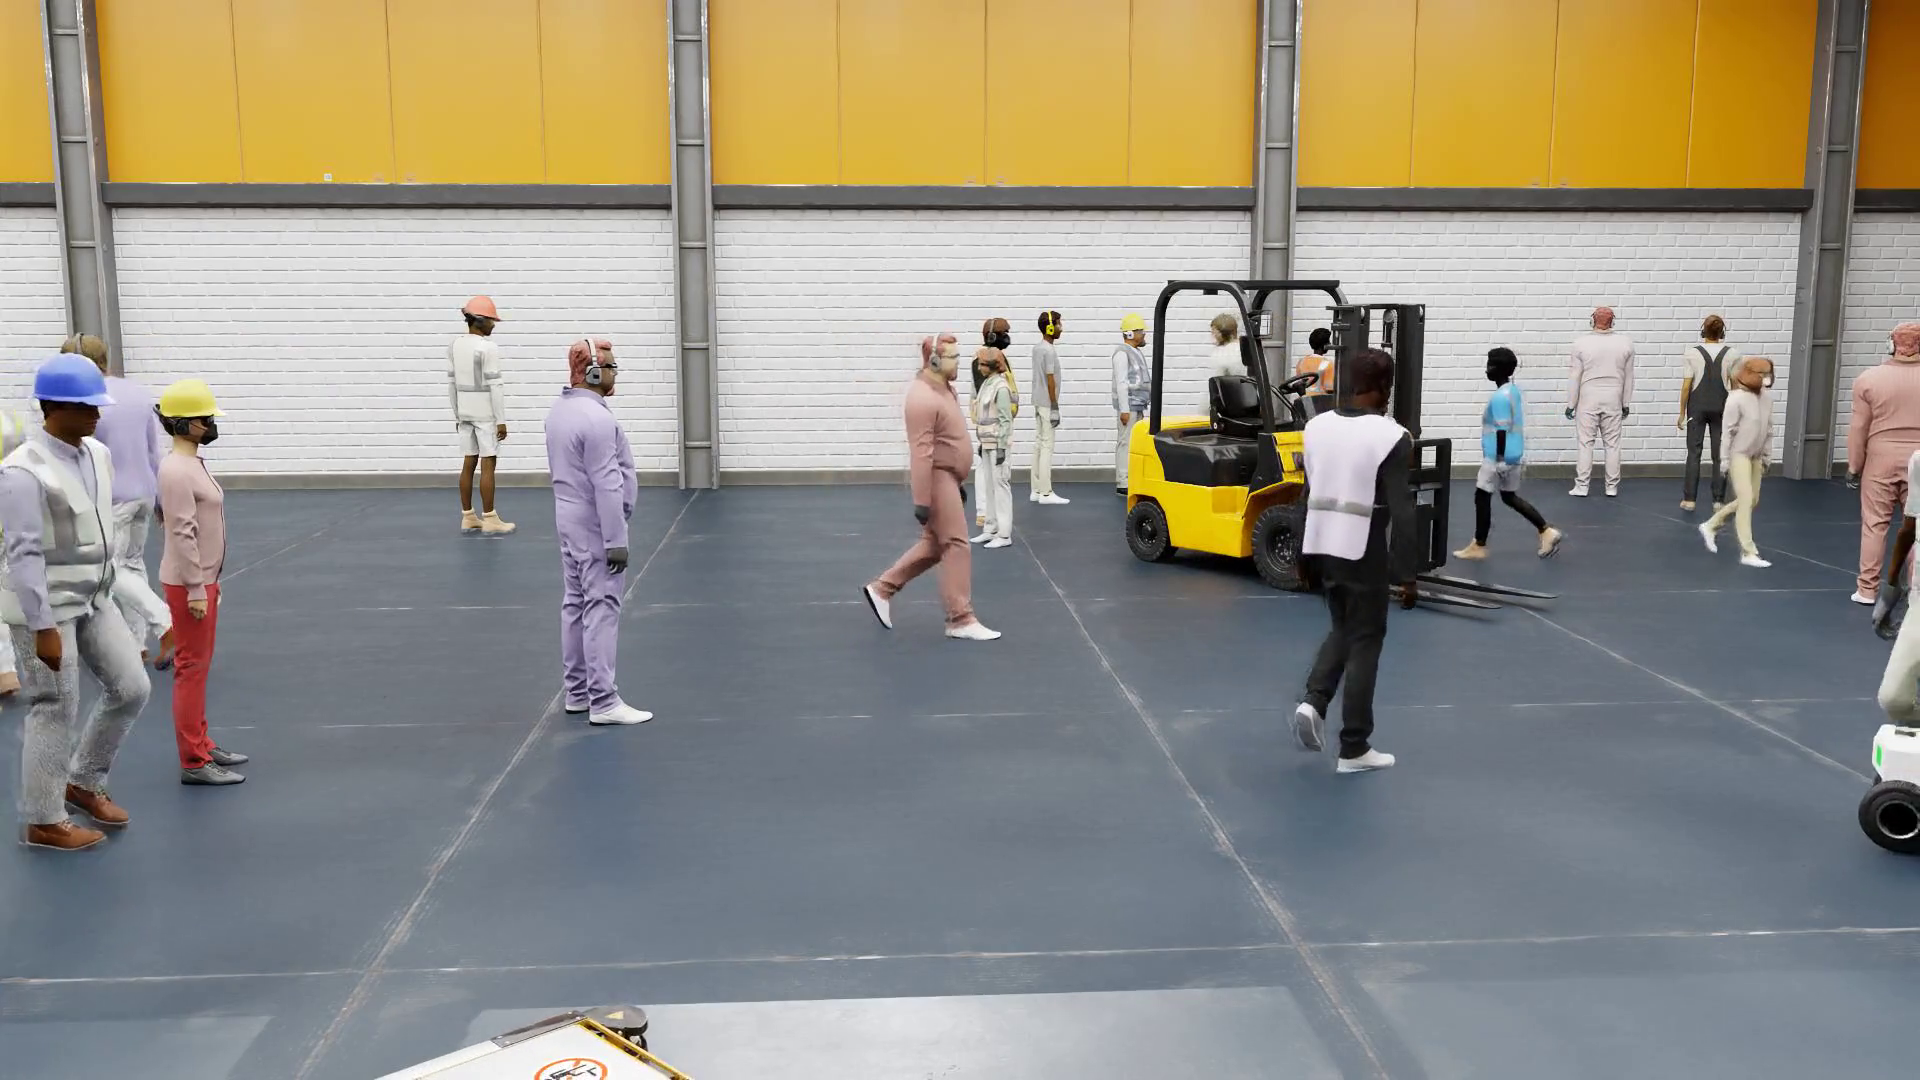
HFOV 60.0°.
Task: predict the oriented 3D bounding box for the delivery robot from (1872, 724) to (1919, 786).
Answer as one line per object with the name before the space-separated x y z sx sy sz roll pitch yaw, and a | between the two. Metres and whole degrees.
delivery robot | 3.912 0.882 6.378 0.707 0.478 0.477 6 11 35

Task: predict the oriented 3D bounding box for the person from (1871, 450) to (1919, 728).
person | 3.826 0.276 6.454 0.465 1.838 0.605 -6 11 -31

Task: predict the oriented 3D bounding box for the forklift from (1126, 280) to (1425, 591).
forklift | 2.301 -0.860 12.475 1.214 2.155 2.313 -6 11 -35

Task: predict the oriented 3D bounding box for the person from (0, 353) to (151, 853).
person | -3.391 0.251 6.358 0.504 1.921 0.683 1 9 3

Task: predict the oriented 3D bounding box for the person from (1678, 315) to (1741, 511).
person | 7.032 -1.189 15.633 0.514 1.844 0.328 2 9 15

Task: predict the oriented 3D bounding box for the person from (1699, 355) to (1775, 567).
person | 6.022 -0.625 12.824 0.521 1.608 0.701 -5 10 -28

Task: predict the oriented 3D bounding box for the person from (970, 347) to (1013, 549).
person | 0.276 -0.752 13.540 0.313 1.639 0.513 -3 9 -17

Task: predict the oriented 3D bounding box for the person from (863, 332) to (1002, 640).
person | -0.183 -0.330 10.152 0.822 1.878 0.650 1 9 5

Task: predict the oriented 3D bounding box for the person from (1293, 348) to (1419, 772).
person | 1.754 0.091 7.455 0.471 1.887 0.701 -6 11 -34

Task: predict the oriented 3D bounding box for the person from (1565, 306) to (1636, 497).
person | 6.360 -1.370 16.579 0.639 1.910 0.407 1 9 4

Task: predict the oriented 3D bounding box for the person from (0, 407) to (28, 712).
person | -5.057 -0.025 8.416 0.529 1.818 0.621 5 10 30

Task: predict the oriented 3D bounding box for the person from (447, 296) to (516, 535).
person | -4.095 -1.064 14.260 0.615 2.032 0.395 6 11 34

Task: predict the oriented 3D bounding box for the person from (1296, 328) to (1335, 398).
person | 3.599 -1.300 16.822 0.320 1.689 0.529 -6 11 -32

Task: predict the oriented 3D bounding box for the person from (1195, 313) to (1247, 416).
person | 2.195 -0.988 14.258 0.954 1.888 0.619 5 11 31

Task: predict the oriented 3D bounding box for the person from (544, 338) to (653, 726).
person | -1.791 -0.040 8.234 0.409 1.907 0.649 -6 11 -34

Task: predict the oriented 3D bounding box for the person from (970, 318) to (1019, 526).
person | 0.309 -1.043 14.733 0.429 1.841 0.634 2 9 13

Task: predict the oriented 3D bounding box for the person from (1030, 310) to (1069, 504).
person | 0.858 -1.286 16.165 0.326 1.874 0.519 -2 9 -15

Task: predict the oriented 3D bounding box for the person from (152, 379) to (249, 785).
person | -3.326 0.183 7.273 0.309 1.769 0.524 -3 10 -19

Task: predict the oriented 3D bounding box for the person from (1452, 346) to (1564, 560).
person | 4.252 -0.653 12.799 0.739 1.672 0.535 5 10 30

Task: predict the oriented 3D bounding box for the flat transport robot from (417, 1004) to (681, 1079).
flat transport robot | -1.226 1.465 3.898 1.431 0.197 0.652 -9 12 -43

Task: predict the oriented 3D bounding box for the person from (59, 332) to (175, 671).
person | -4.584 -0.197 9.255 0.730 1.910 0.659 2 9 15

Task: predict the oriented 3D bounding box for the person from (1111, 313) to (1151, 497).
person | 1.726 -1.349 16.670 0.404 1.837 0.592 3 10 20

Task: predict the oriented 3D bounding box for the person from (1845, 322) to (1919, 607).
person | 6.258 -0.492 11.084 0.639 1.903 0.407 4 10 22
